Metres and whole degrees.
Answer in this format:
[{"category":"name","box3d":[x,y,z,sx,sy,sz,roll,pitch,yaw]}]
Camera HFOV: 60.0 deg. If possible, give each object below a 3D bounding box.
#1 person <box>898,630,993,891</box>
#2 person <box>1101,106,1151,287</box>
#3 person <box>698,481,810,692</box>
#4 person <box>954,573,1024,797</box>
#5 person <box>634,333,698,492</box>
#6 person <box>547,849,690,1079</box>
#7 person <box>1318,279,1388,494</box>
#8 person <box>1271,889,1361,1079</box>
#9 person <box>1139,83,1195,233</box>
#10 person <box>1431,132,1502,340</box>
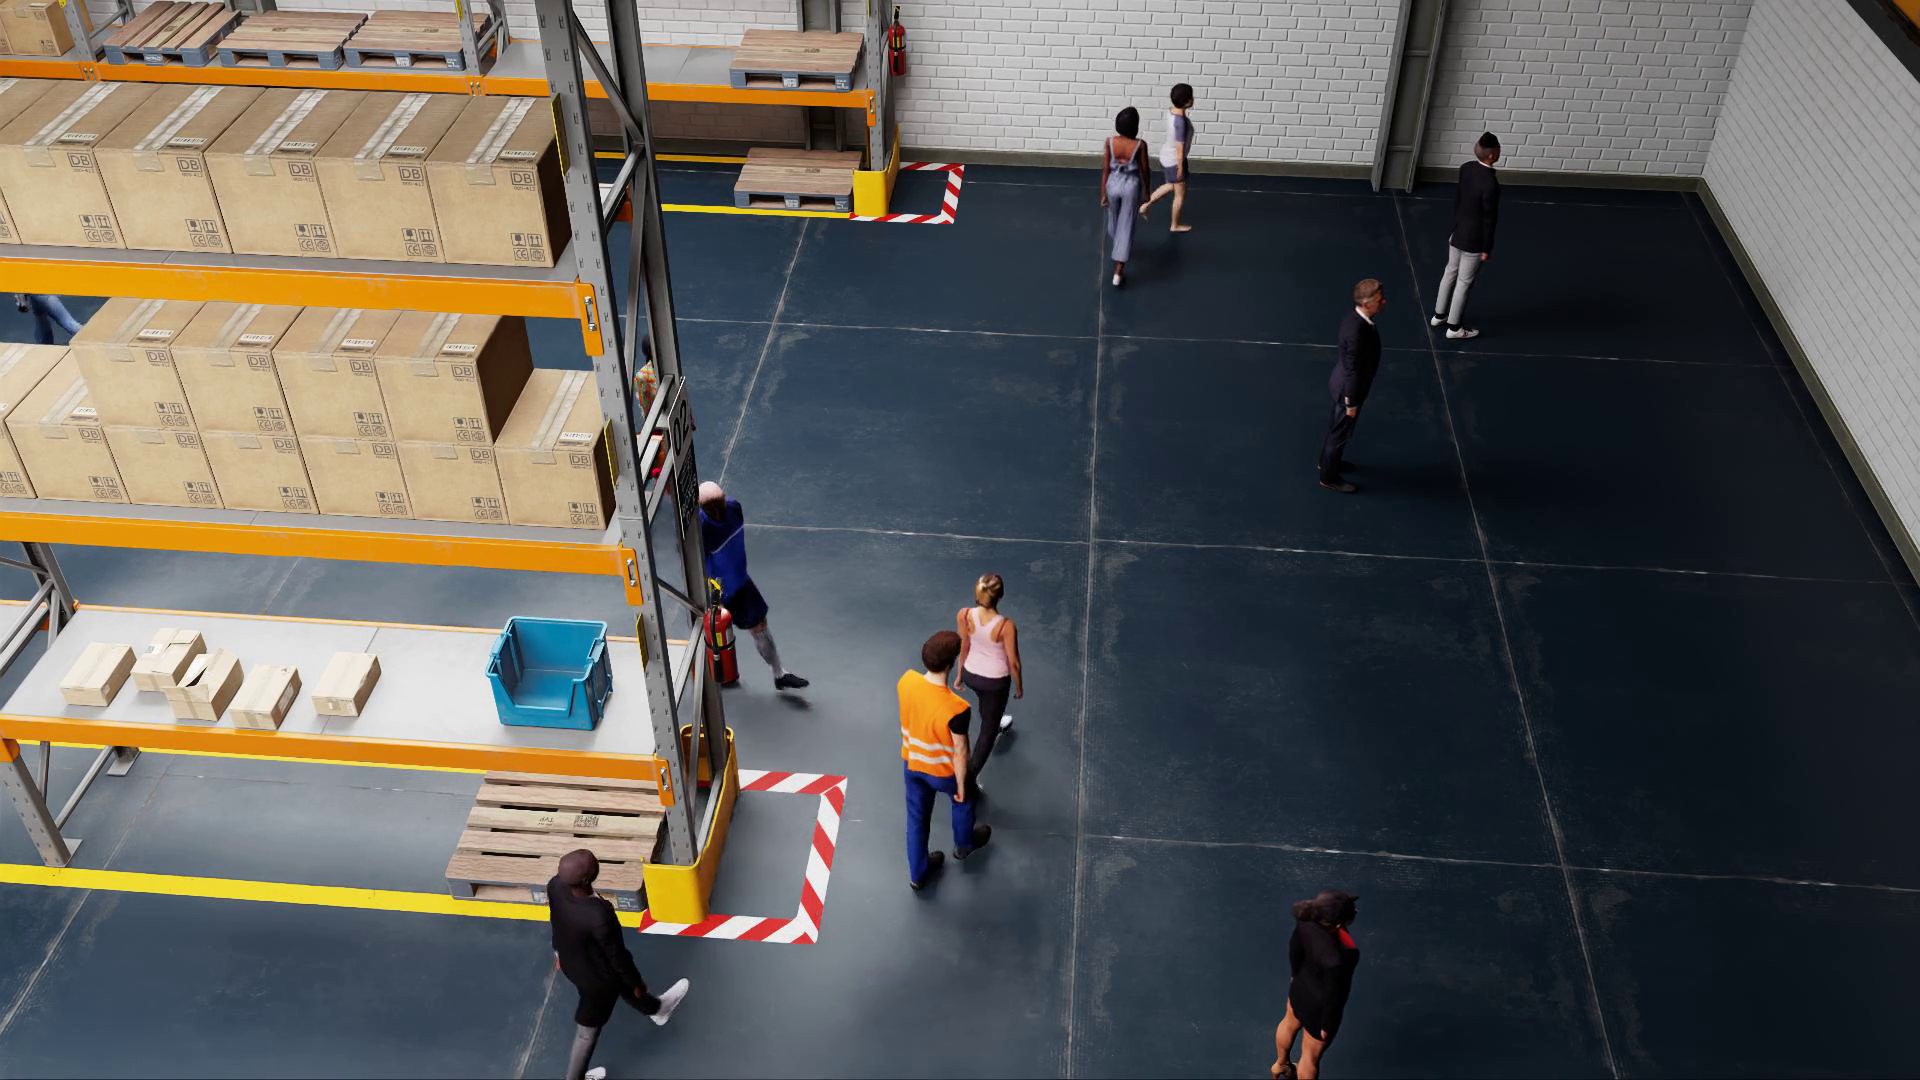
[{"category":"person","box3d":[-0.200,1.344,9.652,0.938,1.864,0.948,21,43,24]},{"category":"person","box3d":[1.518,-3.171,15.480,1.098,1.646,0.854,13,40,16]},{"category":"person","box3d":[-1.645,0.299,11.018,1.173,1.792,0.968,18,42,21]},{"category":"person","box3d":[0.138,0.914,10.388,1.094,1.618,0.932,20,43,23]},{"category":"person","box3d":[-2.232,-0.810,12.430,1.171,1.764,0.972,25,45,28]},{"category":"person","box3d":[-1.961,2.283,8.594,1.192,1.718,1.159,-30,47,-32]},{"category":"person","box3d":[3.035,-1.231,12.917,0.604,1.814,0.711,7,39,8]},{"category":"person","box3d":[1.829,2.365,8.554,0.707,1.639,0.654,-10,40,-13]},{"category":"person","box3d":[2.041,-3.716,16.242,0.845,1.547,0.682,-6,39,-8]},{"category":"person","box3d":[4.492,-2.708,14.658,0.744,1.948,0.786,-11,40,-13]}]
